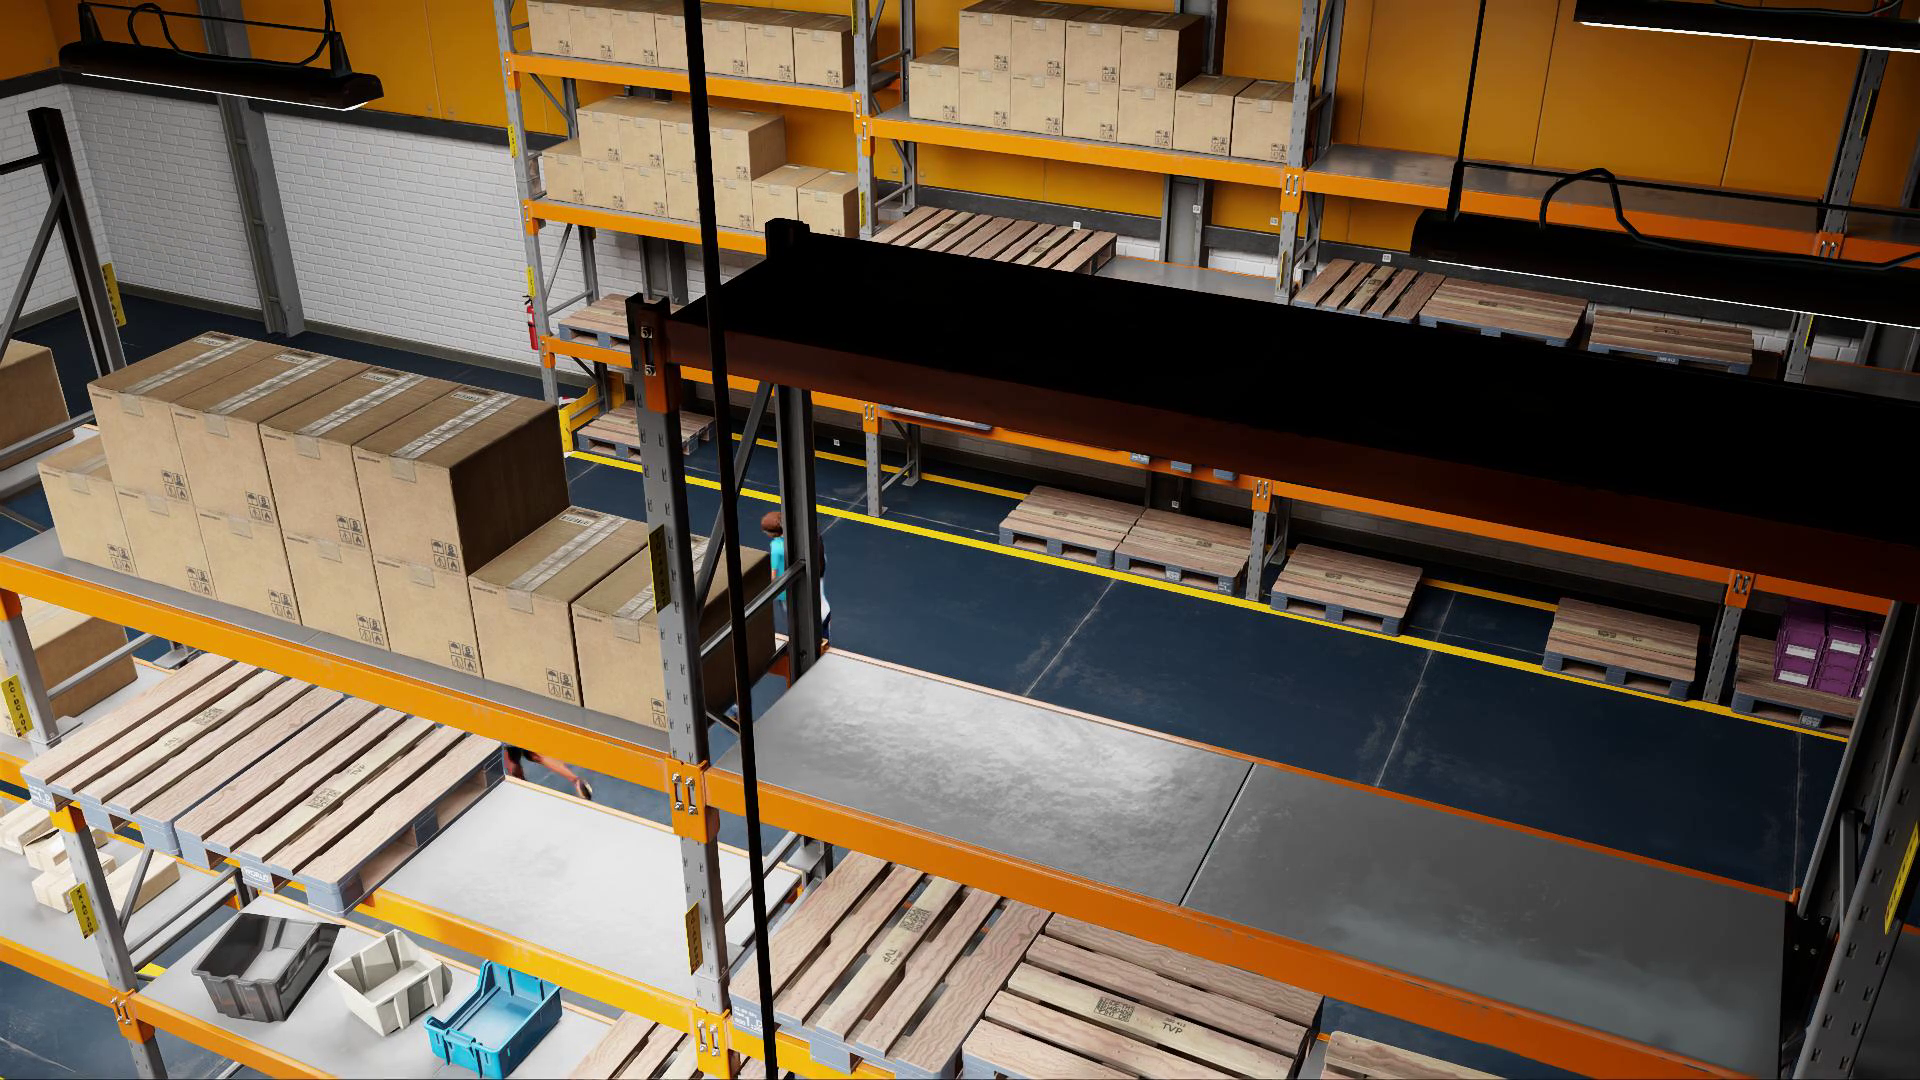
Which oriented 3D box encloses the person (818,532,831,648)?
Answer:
[{"bbox_3d":[-1.196,0.668,13.629,0.568,1.684,0.631,8,30,14],"label":"person"}]
